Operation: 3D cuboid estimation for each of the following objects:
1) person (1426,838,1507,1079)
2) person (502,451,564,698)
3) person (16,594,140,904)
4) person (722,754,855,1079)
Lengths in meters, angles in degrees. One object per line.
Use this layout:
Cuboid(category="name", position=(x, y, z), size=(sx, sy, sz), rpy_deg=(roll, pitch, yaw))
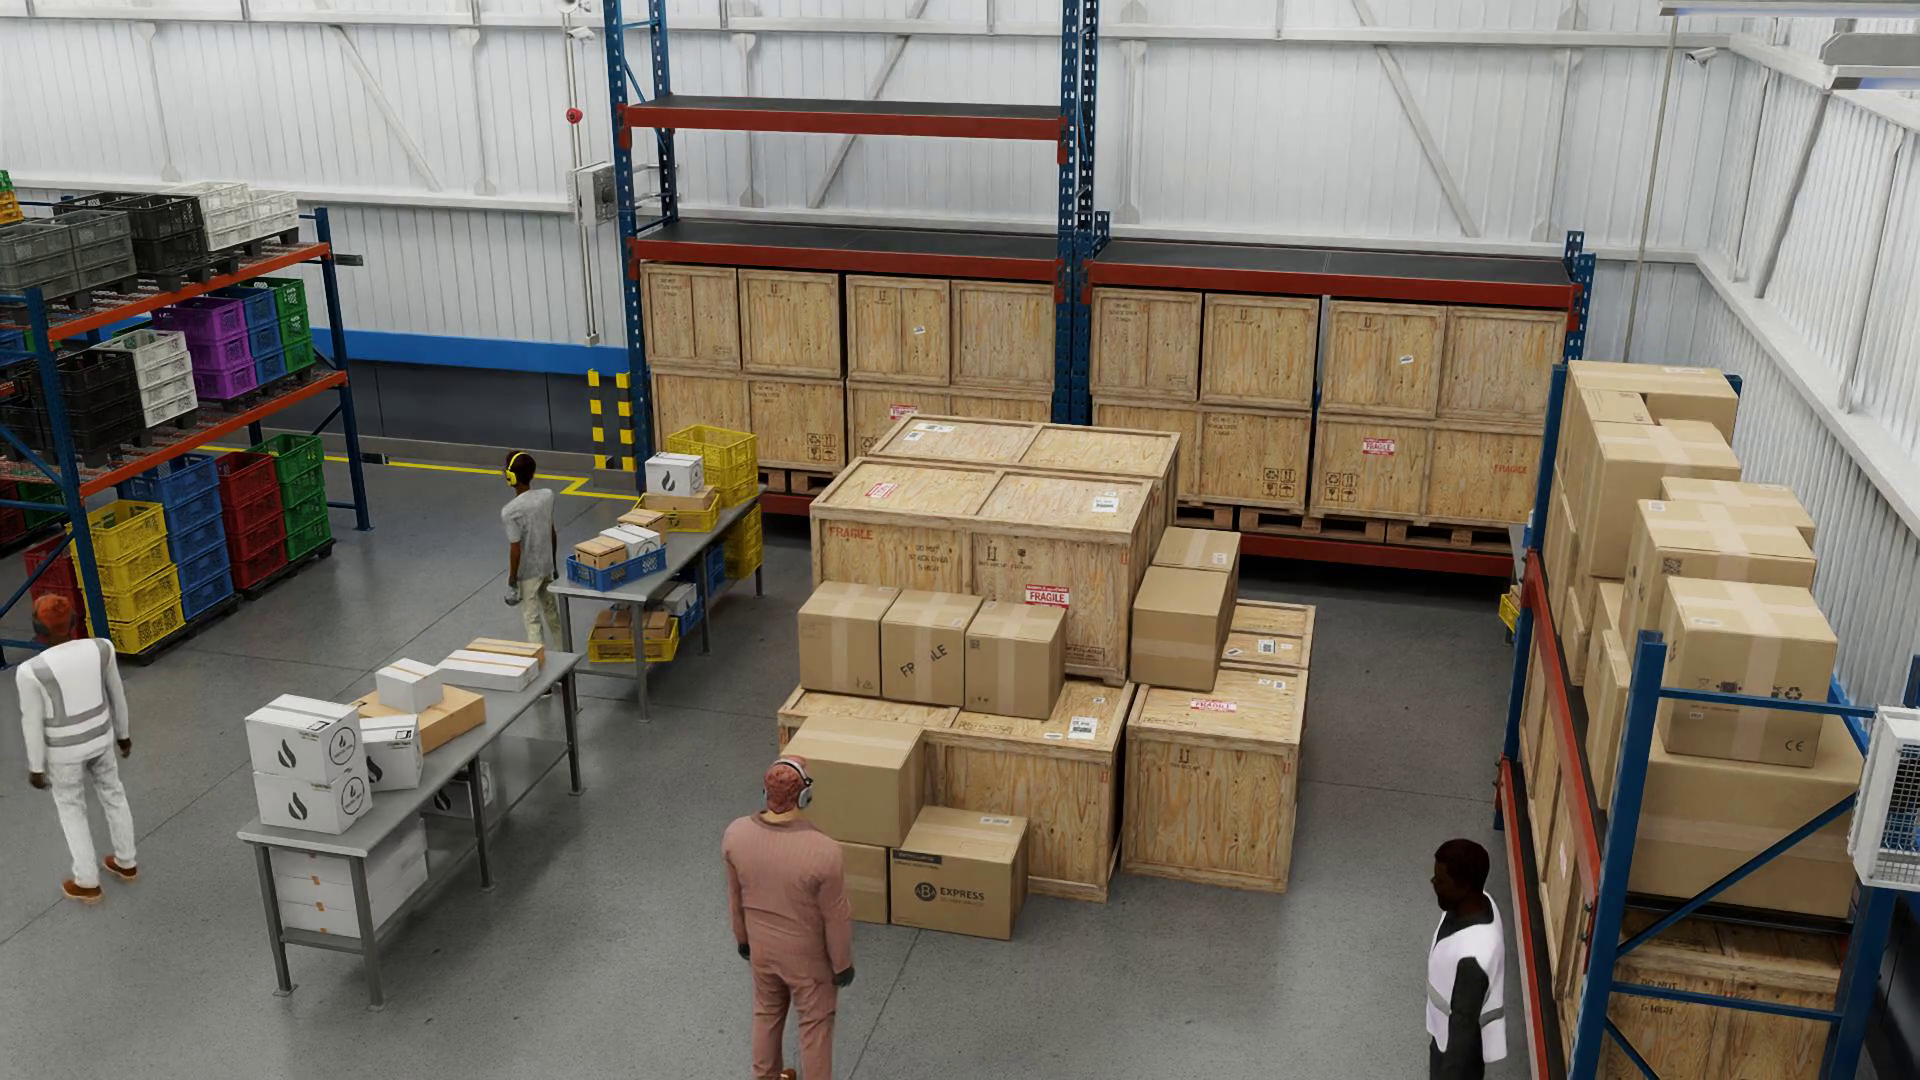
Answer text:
Cuboid(category="person", position=(2.130, 2.139, 7.143), size=(0.411, 1.907, 0.600), rpy_deg=(5, 22, 13))
Cuboid(category="person", position=(-3.123, 0.248, 12.134), size=(0.330, 1.874, 0.518), rpy_deg=(11, 24, 27))
Cuboid(category="person", position=(-5.109, 1.195, 9.648), size=(0.367, 1.881, 0.594), rpy_deg=(12, 24, 28))
Cuboid(category="person", position=(-0.779, 1.886, 7.818), size=(0.648, 1.900, 0.400), rpy_deg=(11, 24, 27))
